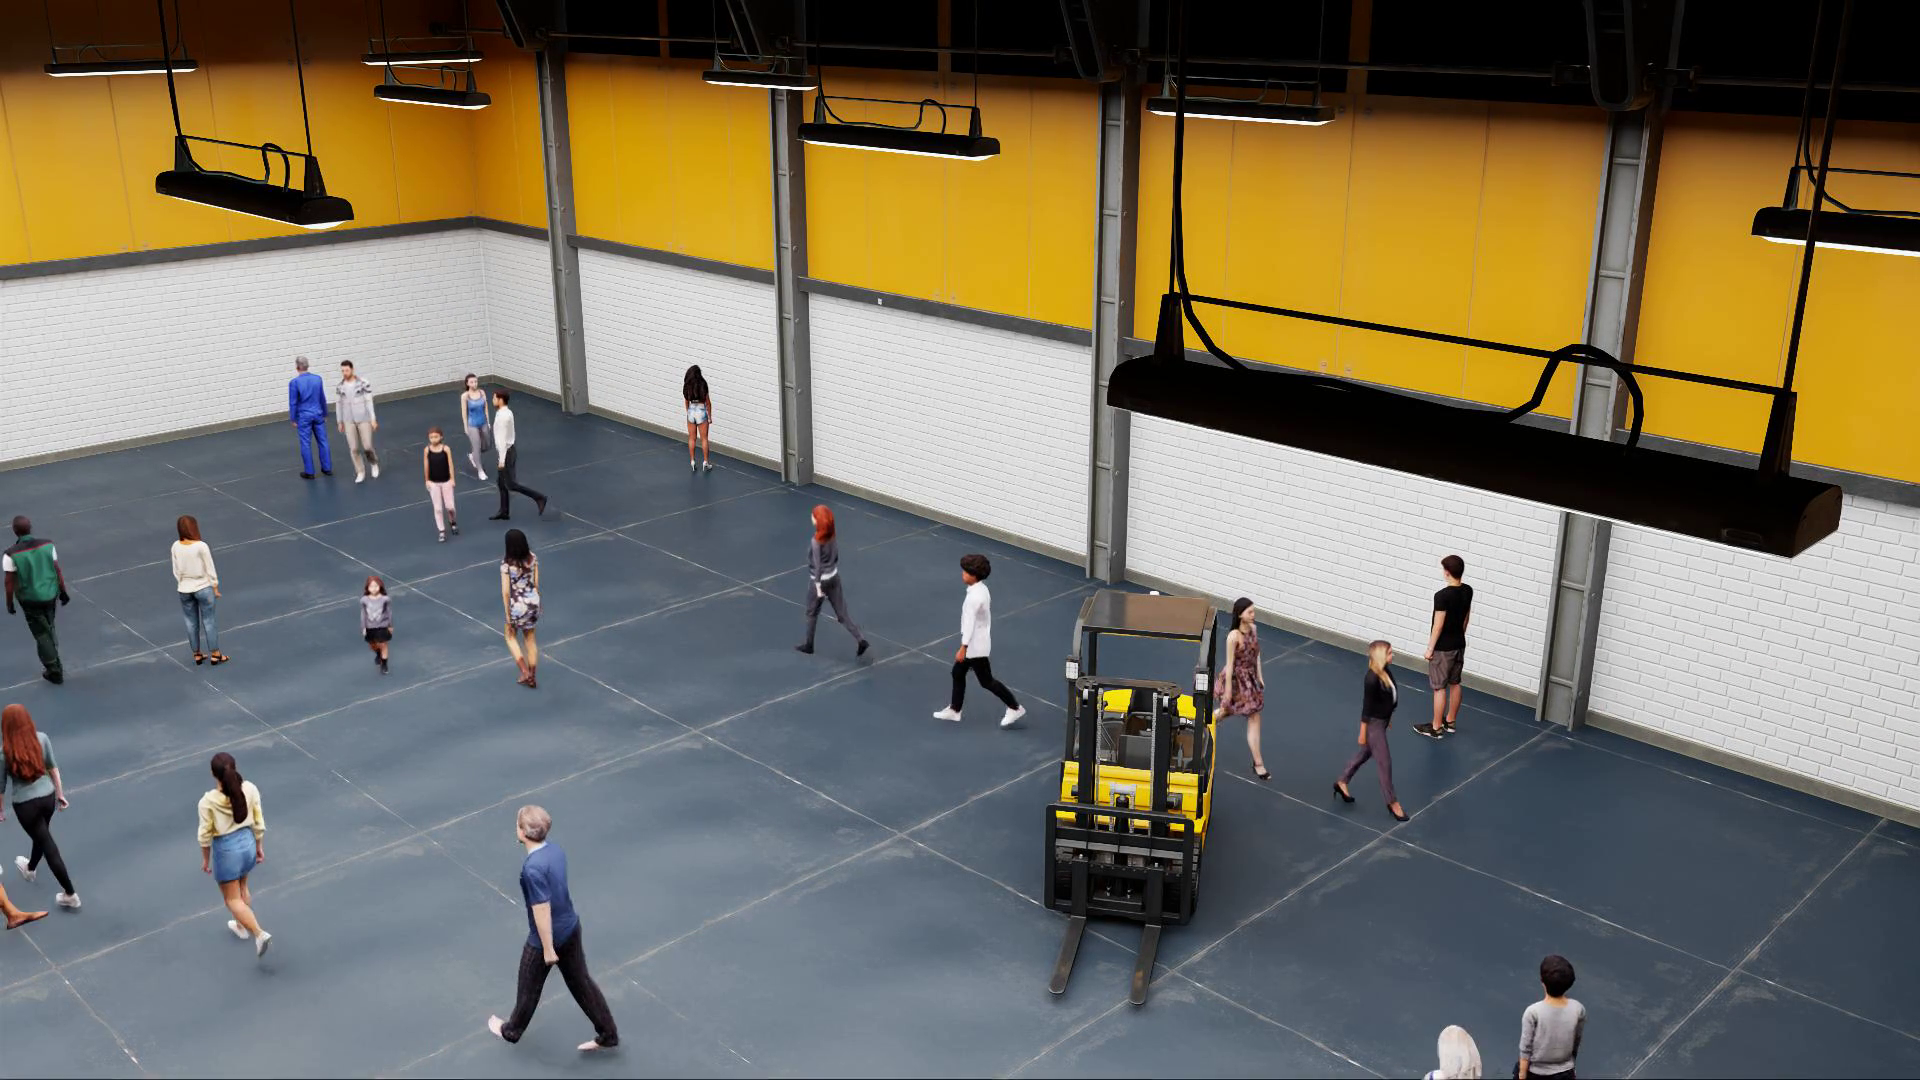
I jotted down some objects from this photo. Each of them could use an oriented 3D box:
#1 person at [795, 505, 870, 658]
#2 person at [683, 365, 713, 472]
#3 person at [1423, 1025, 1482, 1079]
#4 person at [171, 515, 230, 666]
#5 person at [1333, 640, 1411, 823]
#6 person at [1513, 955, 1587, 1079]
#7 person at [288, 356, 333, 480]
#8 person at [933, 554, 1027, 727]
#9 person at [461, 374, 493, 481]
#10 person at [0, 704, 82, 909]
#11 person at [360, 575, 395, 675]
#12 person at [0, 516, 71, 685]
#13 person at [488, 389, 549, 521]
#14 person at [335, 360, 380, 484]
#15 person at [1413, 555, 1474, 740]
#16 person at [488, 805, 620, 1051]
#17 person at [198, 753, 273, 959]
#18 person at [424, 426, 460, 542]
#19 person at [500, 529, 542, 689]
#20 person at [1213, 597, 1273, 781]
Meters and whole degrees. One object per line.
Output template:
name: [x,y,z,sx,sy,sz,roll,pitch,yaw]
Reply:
person: [-1.390,0.484,18.045,1.194,1.750,0.761,11,22,30]
person: [-3.968,-1.845,25.156,0.641,1.626,0.722,4,19,11]
person: [2.730,3.483,9.074,0.805,1.791,0.604,-4,19,-12]
person: [-8.255,0.544,17.978,0.670,1.679,0.762,3,19,9]
person: [3.594,1.665,14.730,1.029,1.628,0.798,9,21,26]
person: [3.593,3.288,10.082,0.993,1.518,1.088,-1,19,-2]
person: [-9.697,-1.841,24.834,0.523,1.823,0.715,18,25,42]
person: [0.244,1.027,16.395,1.197,1.774,1.113,1,19,2]
person: [-7.227,-1.707,24.786,0.793,1.600,0.570,17,25,41]
person: [-7.280,2.152,13.173,1.161,1.698,0.767,12,22,32]
person: [-6.256,0.885,17.873,0.618,1.099,0.692,-4,19,-12]
person: [-9.631,0.646,17.454,0.810,1.821,0.782,12,22,33]
person: [-6.095,-1.140,22.707,1.067,1.852,1.107,-4,19,-12]
person: [-8.912,-1.791,24.663,0.862,1.839,0.915,-1,19,-4]
person: [4.772,1.031,16.253,0.717,1.858,0.642,-13,22,-33]
person: [-2.680,2.720,11.322,1.282,1.803,1.129,2,19,5]
person: [-5.469,2.396,12.579,1.037,1.615,0.707,15,24,37]
person: [-6.893,-0.772,22.082,0.669,1.554,0.736,-4,19,-11]
person: [-4.513,0.742,17.315,0.624,1.726,0.634,-14,23,-36]
person: [2.534,1.356,15.485,1.190,1.732,0.746,13,22,33]
